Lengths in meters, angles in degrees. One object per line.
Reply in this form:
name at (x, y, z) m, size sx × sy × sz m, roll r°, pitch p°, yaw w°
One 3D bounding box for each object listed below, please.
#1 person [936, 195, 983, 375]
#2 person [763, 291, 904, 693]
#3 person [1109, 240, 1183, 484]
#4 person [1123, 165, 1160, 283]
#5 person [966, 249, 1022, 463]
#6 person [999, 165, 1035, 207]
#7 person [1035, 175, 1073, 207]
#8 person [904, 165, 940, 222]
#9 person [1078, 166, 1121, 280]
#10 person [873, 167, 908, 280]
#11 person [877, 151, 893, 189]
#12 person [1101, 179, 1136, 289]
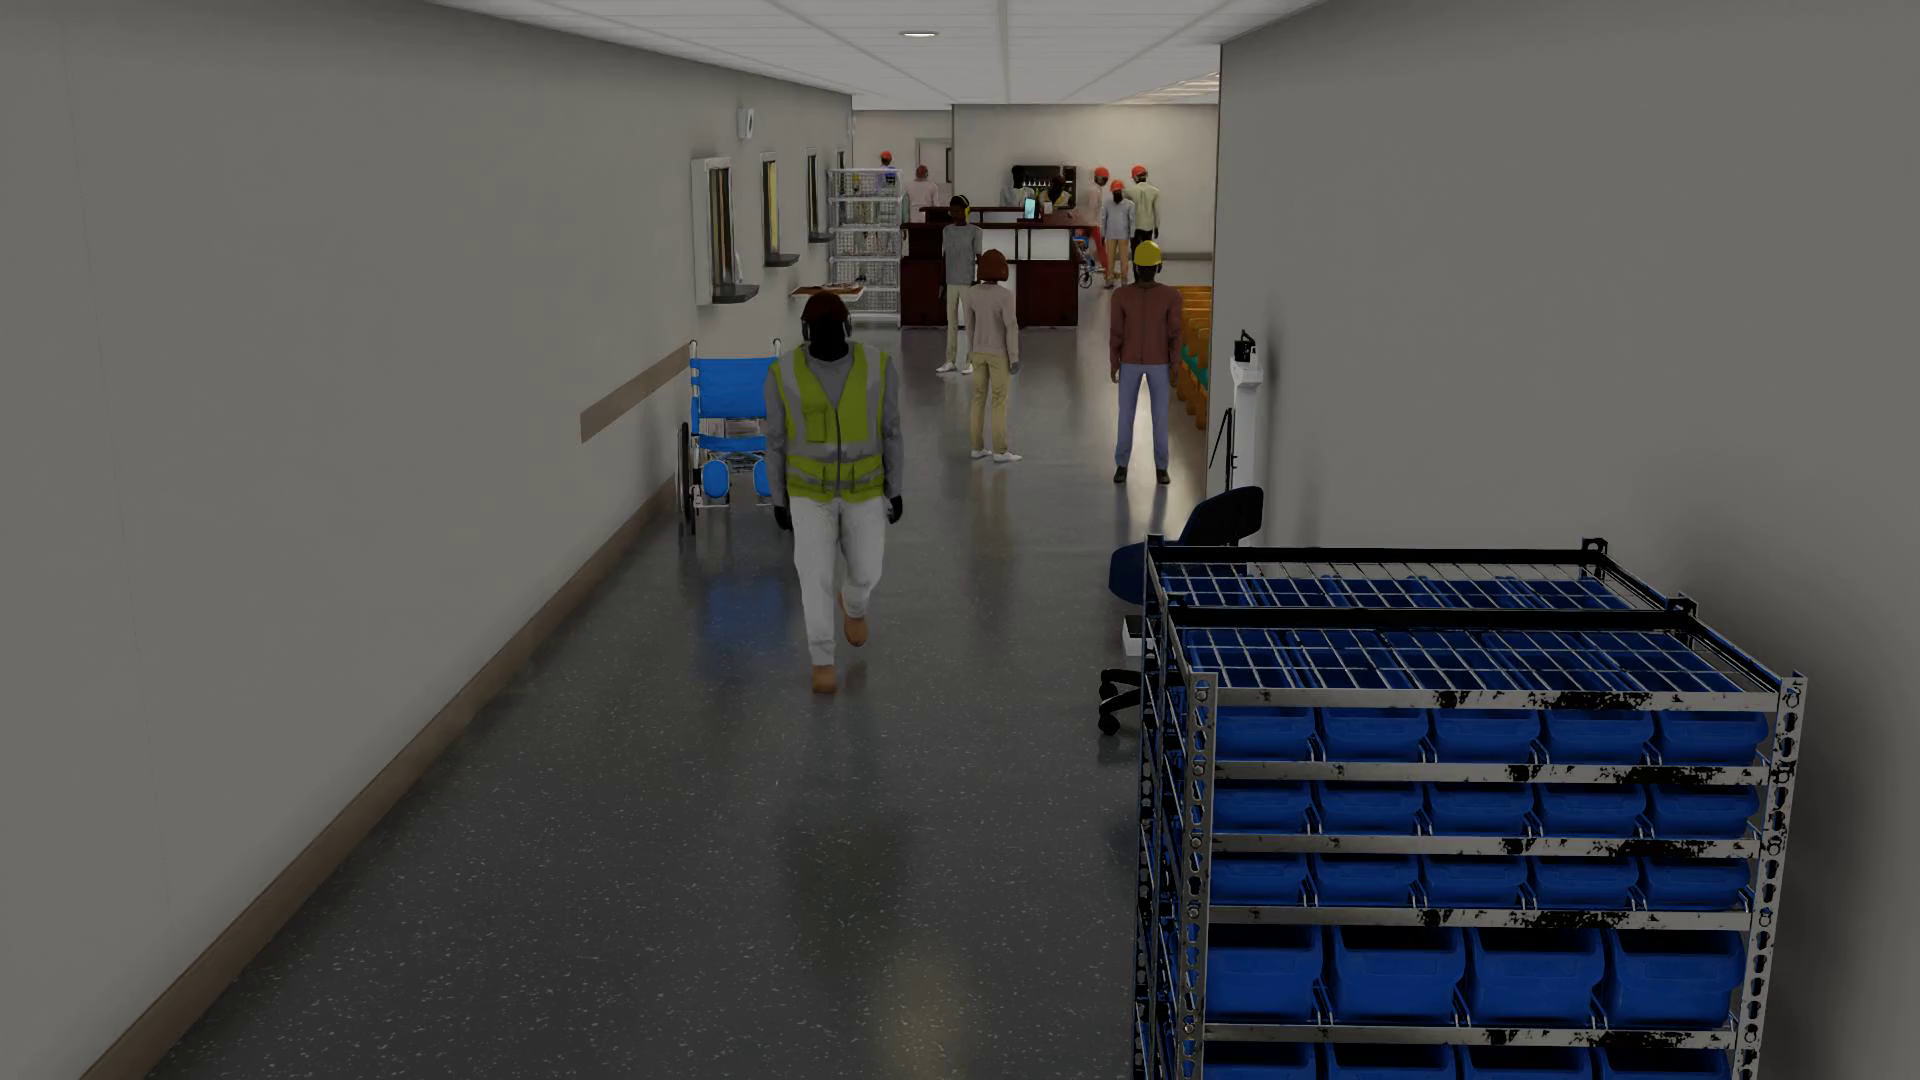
person at (0.000, -2.668, 17.424) m, size 0.518 × 1.865 × 0.328 m, roll 8°, pitch 16°, yaw 30°
person at (-0.585, -0.246, 7.680) m, size 0.638 × 1.821 × 0.636 m, roll -2°, pitch 14°, yaw -9°
person at (1.330, -1.267, 11.965) m, size 0.521 × 1.758 × 0.349 m, roll 2°, pitch 14°, yaw 9°
person at (2.924, -5.129, 27.197) m, size 0.637 × 1.957 × 0.661 m, roll -2°, pitch 14°, yaw -9°
person at (0.256, -1.412, 12.793) m, size 0.500 × 1.636 × 0.280 m, roll 13°, pitch 19°, yaw 42°
person at (0.932, -5.105, 27.096) m, size 0.606 × 1.966 × 0.367 m, roll -3°, pitch 14°, yaw -11°
person at (1.486, -4.975, 26.899) m, size 0.658 × 1.817 × 0.455 m, roll 3°, pitch 14°, yaw 11°
person at (-0.677, -5.778, 29.956) m, size 0.650 × 1.906 × 0.401 m, roll 3°, pitch 14°, yaw 12°
person at (2.235, -5.371, 28.296) m, size 1.019 × 1.941 × 0.633 m, roll -1°, pitch 14°, yaw -2°
person at (-1.125, -5.089, 27.112) m, size 0.600 × 1.939 × 0.421 m, roll 3°, pitch 14°, yaw 13°
person at (-1.764, -8.384, 40.281) m, size 0.557 × 2.024 × 0.640 m, roll -7°, pitch 16°, yaw -27°
person at (2.534, -4.920, 26.797) m, size 0.570 × 1.752 × 0.335 m, roll 5°, pitch 15°, yaw 21°
